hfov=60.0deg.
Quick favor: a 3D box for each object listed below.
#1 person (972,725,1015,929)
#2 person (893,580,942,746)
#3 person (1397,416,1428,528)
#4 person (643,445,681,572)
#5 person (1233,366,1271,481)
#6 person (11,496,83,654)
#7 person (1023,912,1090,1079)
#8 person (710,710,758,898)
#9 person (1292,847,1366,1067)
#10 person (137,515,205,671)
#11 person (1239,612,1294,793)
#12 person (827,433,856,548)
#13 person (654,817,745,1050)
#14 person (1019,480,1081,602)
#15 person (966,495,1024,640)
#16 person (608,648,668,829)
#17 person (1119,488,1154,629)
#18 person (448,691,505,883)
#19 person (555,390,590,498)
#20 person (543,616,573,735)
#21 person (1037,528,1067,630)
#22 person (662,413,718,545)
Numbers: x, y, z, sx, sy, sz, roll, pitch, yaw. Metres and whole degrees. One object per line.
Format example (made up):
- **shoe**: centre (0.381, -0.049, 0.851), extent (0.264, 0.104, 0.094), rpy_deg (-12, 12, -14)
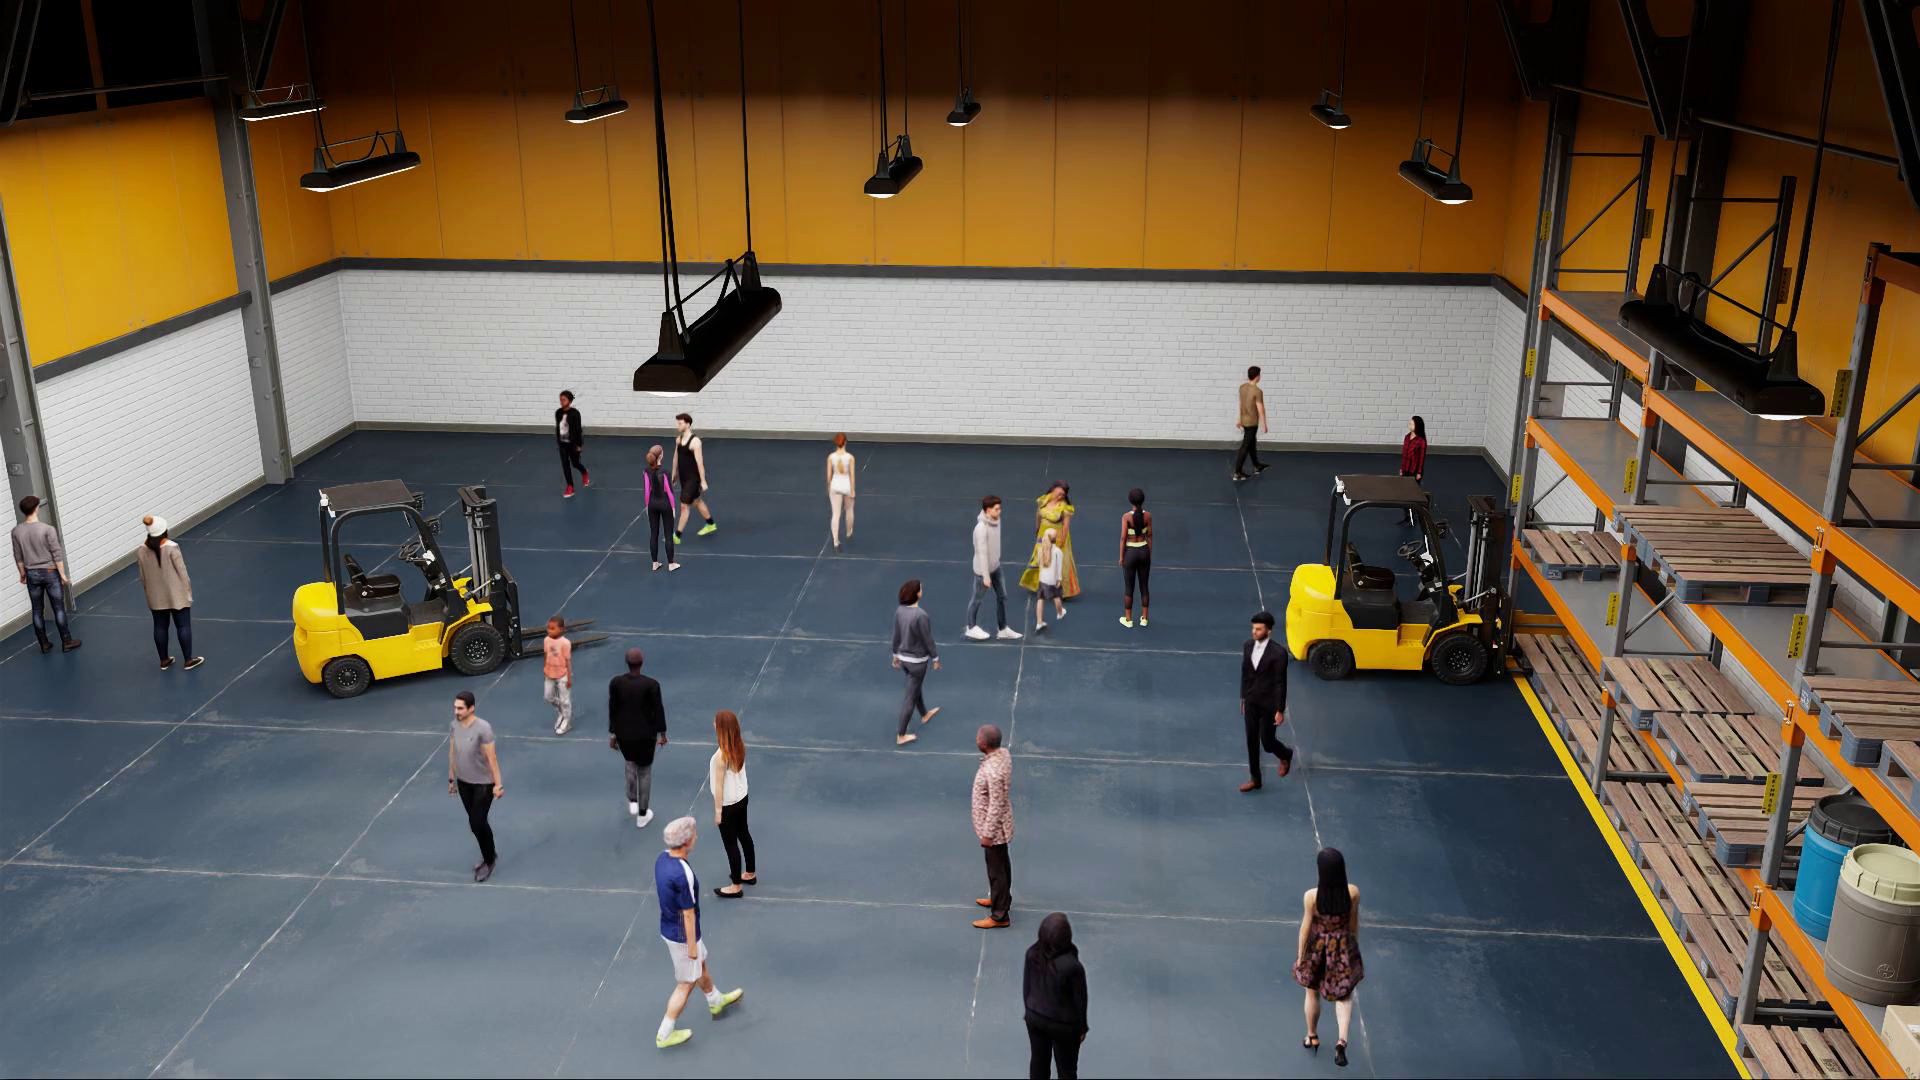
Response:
- **person**: centre (0.299, 2.380, 13.962), extent (0.754, 1.808, 0.520), rpy_deg (2, 19, 7)
- **person**: centre (-0.545, 1.293, 17.305), extent (0.999, 1.734, 1.107), rpy_deg (18, 25, 42)
- **person**: centre (6.626, -1.020, 24.301), extent (0.718, 1.652, 0.618), rpy_deg (-10, 21, -27)
- **person**: centre (-4.043, -0.439, 22.422), extent (0.577, 1.752, 0.595), rpy_deg (4, 19, 11)
- **person**: centre (4.529, -1.839, 26.464), extent (1.054, 1.824, 1.094), rpy_deg (-9, 21, -25)
- **person**: centre (-10.853, 0.412, 19.654), extent (0.724, 1.905, 0.639), rpy_deg (-2, 19, -6)
- **person**: centre (0.650, 3.315, 11.486), extent (0.753, 1.616, 0.776), rpy_deg (11, 22, 30)
- **person**: centre (-1.963, 2.270, 14.428), extent (0.676, 1.719, 0.532), rpy_deg (7, 20, 19)
- **person**: centre (2.694, 3.051, 12.039), extent (0.744, 1.764, 0.902), rpy_deg (-2, 19, -4)
- **person**: centre (-9.152, 0.584, 19.166), extent (0.685, 1.890, 0.661), rpy_deg (0, 19, 1)
- **person**: centre (3.036, 1.567, 16.287), extent (1.071, 1.866, 1.010), rpy_deg (-15, 24, -38)
- **person**: centre (-1.679, -0.665, 23.325), extent (0.564, 1.603, 1.032), rpy_deg (1, 19, 4)
- **person**: centre (-2.037, 2.920, 12.392), extent (1.116, 1.787, 1.096), rpy_deg (-12, 22, -32)
- **person**: centre (1.160, -0.034, 21.412), extent (0.998, 1.629, 1.029), rpy_deg (-15, 24, -37)
- **person**: centre (0.246, 0.331, 20.018), extent (1.008, 1.826, 1.031), rpy_deg (10, 21, 28)
- **person**: centre (-3.056, 1.875, 15.556), extent (0.665, 1.749, 0.643), rpy_deg (2, 19, 5)
- **person**: centre (2.176, 0.218, 20.465), extent (0.614, 1.755, 0.591), rpy_deg (-4, 19, -10)
- **person**: centre (-4.251, 2.126, 14.825), extent (0.775, 1.739, 0.809), rpy_deg (9, 21, 26)
- **person**: centre (-6.020, -1.517, 25.766), extent (0.691, 1.661, 0.923), rpy_deg (5, 19, 14)
- **person**: centre (-4.227, 1.400, 17.669), extent (0.571, 1.300, 0.608), rpy_deg (8, 20, 22)
- **person**: centre (1.065, 0.500, 20.435), extent (0.703, 1.241, 0.943), rpy_deg (9, 21, 24)
- **person**: centre (-3.760, -0.879, 23.587), extent (1.270, 1.841, 1.194), rpy_deg (-16, 24, -39)
